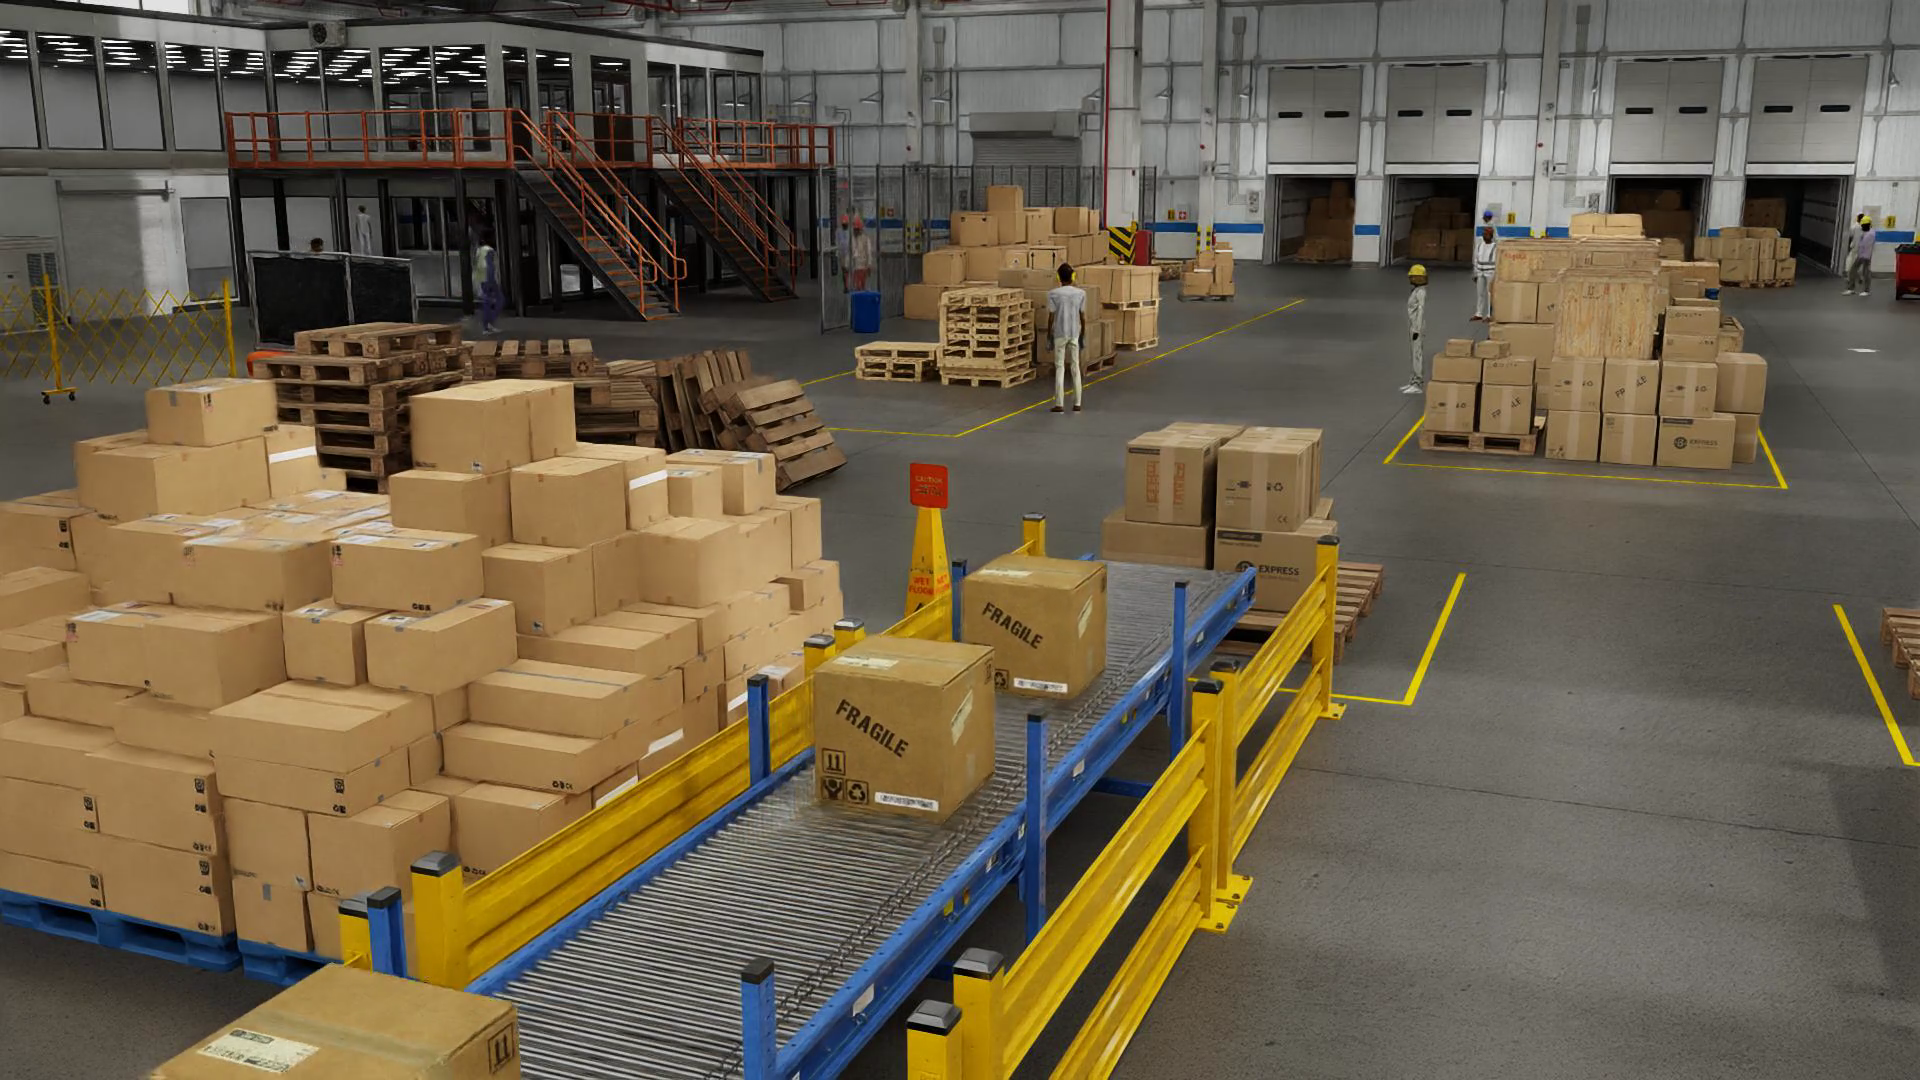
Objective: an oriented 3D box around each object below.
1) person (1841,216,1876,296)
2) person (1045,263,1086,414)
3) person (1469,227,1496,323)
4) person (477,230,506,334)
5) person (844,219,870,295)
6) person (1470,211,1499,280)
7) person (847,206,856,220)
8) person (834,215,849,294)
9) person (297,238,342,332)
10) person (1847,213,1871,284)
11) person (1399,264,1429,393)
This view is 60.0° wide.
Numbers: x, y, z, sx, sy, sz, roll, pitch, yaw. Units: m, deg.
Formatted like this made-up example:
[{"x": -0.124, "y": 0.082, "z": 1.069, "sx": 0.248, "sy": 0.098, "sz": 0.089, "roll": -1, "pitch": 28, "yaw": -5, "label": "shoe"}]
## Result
[{"x": 21.688, "y": -6.826, "z": 40.038, "sx": 0.747, "sy": 1.900, "sz": 0.592, "roll": -2, "pitch": 13, "yaw": -8, "label": "person"}, {"x": 1.310, "y": -2.505, "z": 20.723, "sx": 0.519, "sy": 1.865, "sz": 0.335, "roll": -3, "pitch": 13, "yaw": -12, "label": "person"}, {"x": 10.467, "y": -5.264, "z": 33.055, "sx": 0.358, "sy": 1.882, "sz": 0.574, "roll": -8, "pitch": 15, "yaw": -33, "label": "person"}, {"x": -8.664, "y": -4.765, "z": 30.741, "sx": 0.493, "sy": 1.905, "sz": 0.604, "roll": -8, "pitch": 15, "yaw": -33, "label": "person"}, {"x": -2.175, "y": -5.762, "z": 35.075, "sx": 0.616, "sy": 1.978, "sz": 0.429, "roll": 3, "pitch": 13, "yaw": 13, "label": "person"}, {"x": 14.317, "y": -7.947, "z": 45.075, "sx": 0.926, "sy": 1.883, "sz": 0.652, "roll": 5, "pitch": 13, "yaw": 21, "label": "person"}, {"x": -3.627, "y": -10.526, "z": 56.883, "sx": 0.984, "sy": 1.798, "sz": 0.635, "roll": 1, "pitch": 13, "yaw": 4, "label": "person"}, {"x": -2.826, "y": -6.988, "z": 40.746, "sx": 0.548, "sy": 1.891, "sz": 0.948, "roll": 1, "pitch": 13, "yaw": 6, "label": "person"}, {"x": -11.613, "y": -4.564, "z": 30.128, "sx": 0.988, "sy": 1.793, "sz": 0.533, "roll": -4, "pitch": 13, "yaw": -19, "label": "person"}, {"x": 23.821, "y": -7.713, "z": 44.079, "sx": 0.534, "sy": 1.864, "sz": 0.310, "roll": 7, "pitch": 14, "yaw": 28, "label": "person"}, {"x": 6.187, "y": -2.871, "z": 22.634, "sx": 0.296, "sy": 1.745, "sz": 0.484, "roll": 2, "pitch": 13, "yaw": 7, "label": "person"}]
